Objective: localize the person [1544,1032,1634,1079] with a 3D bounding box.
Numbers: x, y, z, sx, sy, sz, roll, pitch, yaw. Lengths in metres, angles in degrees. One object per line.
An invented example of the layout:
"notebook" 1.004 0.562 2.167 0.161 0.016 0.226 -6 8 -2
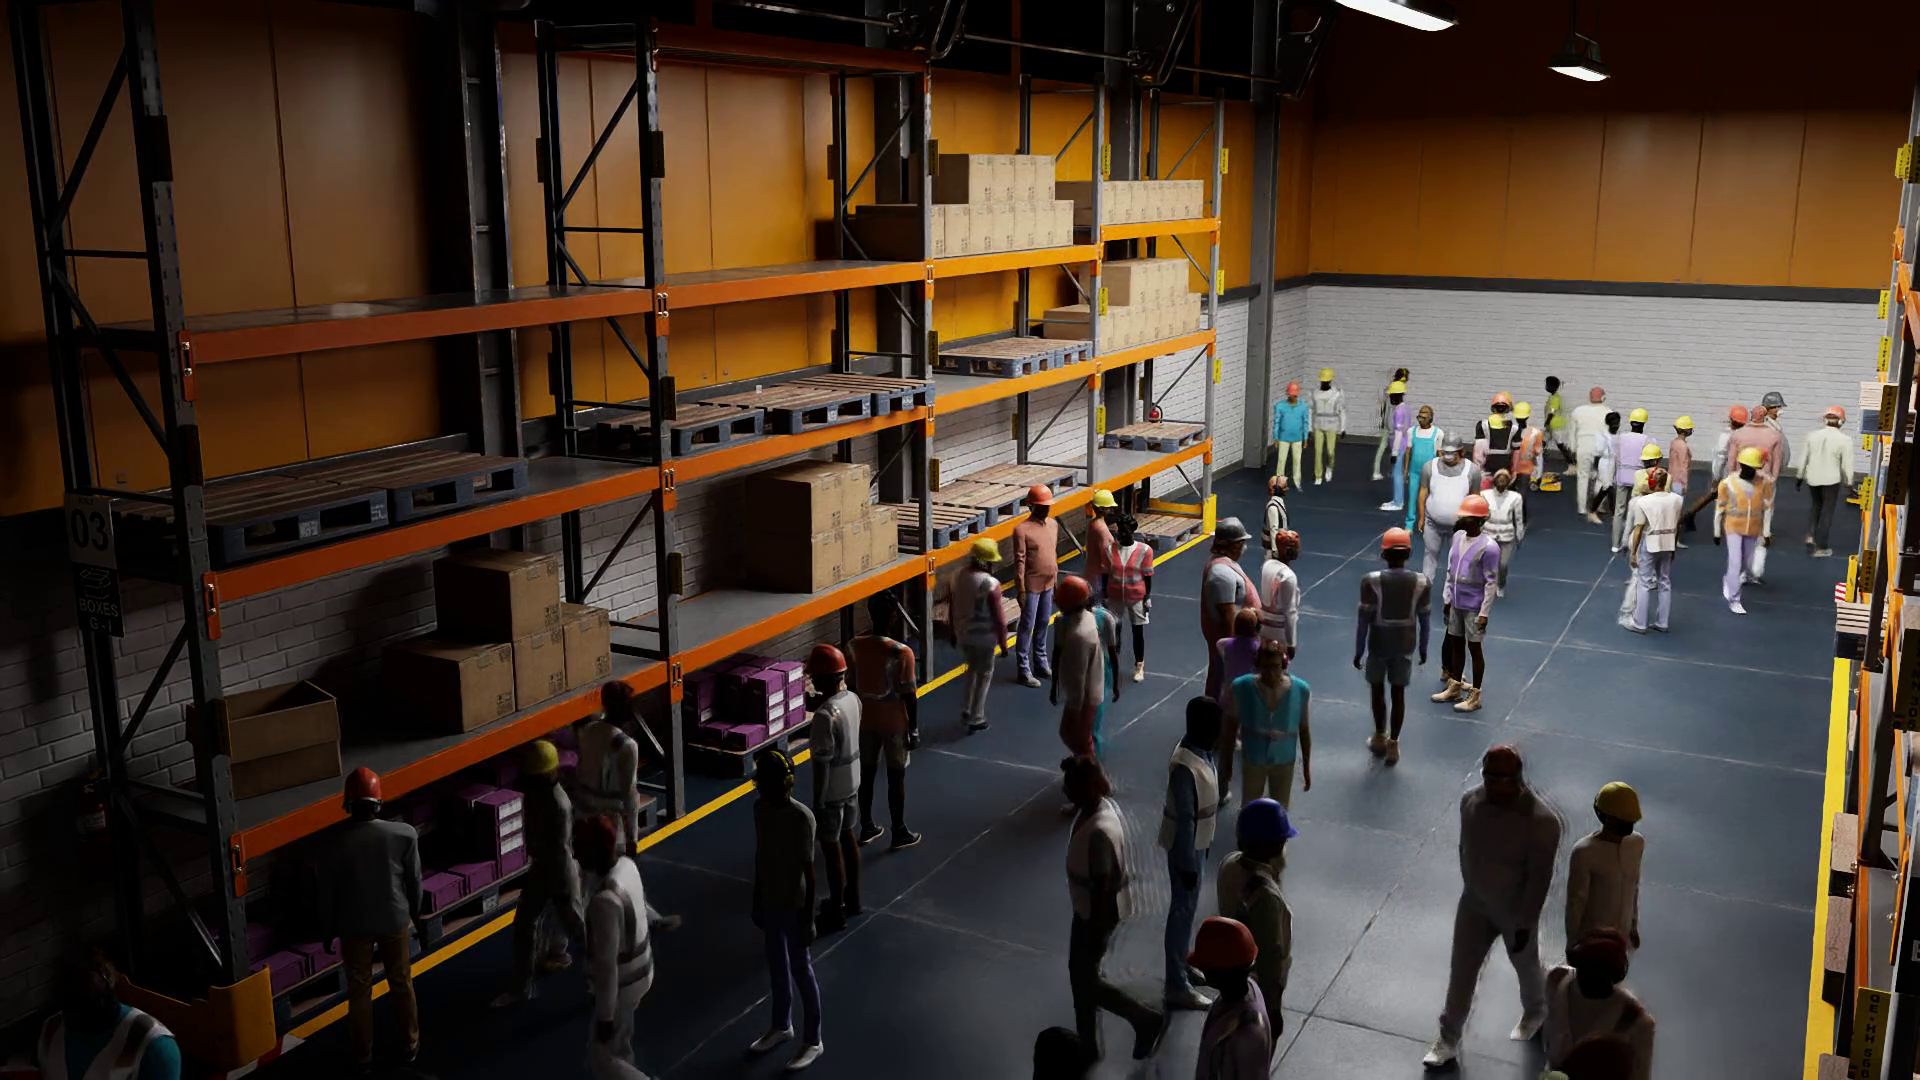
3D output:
"person" 2.517 2.752 6.754 0.353 1.616 0.595 -4 13 -17

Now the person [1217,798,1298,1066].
"person" 1.473 2.224 8.360 0.384 1.949 0.603 -3 13 -12

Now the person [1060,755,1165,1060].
"person" 0.805 2.077 9.301 0.557 1.819 0.590 -1 13 -3

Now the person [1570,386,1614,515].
"person" 9.237 -1.310 24.306 0.677 1.896 0.488 9 15 35

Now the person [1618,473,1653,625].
"person" 7.564 0.083 18.509 0.631 1.705 0.501 -6 14 -26

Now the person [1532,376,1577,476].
"person" 9.799 -1.878 27.389 0.864 1.652 0.534 2 13 8

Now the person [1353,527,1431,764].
"person" 3.676 0.885 14.190 0.654 2.026 0.553 0 13 1

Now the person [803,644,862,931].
"person" -0.856 1.633 11.062 0.382 1.933 0.547 5 13 20

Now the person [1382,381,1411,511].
"person" 6.466 -1.396 24.620 0.392 1.925 0.598 5 13 20

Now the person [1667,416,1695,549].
"person" 9.601 -0.780 22.214 0.304 1.772 0.526 1 13 4

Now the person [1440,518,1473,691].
"person" 4.865 0.605 16.177 0.319 1.697 0.533 1 13 5

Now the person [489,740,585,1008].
"person" -2.421 1.988 10.022 0.828 1.705 0.500 -8 15 -33

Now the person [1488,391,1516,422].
"person" 8.122 -1.399 25.133 0.501 1.701 0.881 -3 13 -13

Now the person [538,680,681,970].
"person" -2.288 1.797 10.578 1.049 1.831 0.584 -10 16 -39

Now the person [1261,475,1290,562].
"person" 3.525 0.085 18.629 0.310 1.642 0.514 3 13 13

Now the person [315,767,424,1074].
"person" -3.286 2.112 9.300 0.573 1.750 0.330 -7 14 -28

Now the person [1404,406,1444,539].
"person" 6.313 -0.921 22.682 0.506 1.842 0.342 7 14 28

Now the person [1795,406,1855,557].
"person" 11.319 -0.773 21.763 0.541 1.951 0.744 -9 15 -34

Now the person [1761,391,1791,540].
"person" 10.994 -1.011 22.634 0.536 2.000 0.676 8 15 32

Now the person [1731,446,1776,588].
"person" 9.552 -0.281 20.085 0.559 1.719 0.482 11 17 42

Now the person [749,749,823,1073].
"person" -0.988 2.055 9.334 0.507 1.861 0.327 12 17 42

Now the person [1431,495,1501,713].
"person" 4.721 0.582 15.487 0.365 2.048 0.605 -5 14 -23

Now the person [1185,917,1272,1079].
"person" 1.133 2.512 7.117 0.374 1.928 0.542 0 13 1

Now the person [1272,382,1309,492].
"person" 5.171 -1.613 26.008 0.574 1.741 0.353 0 13 -2

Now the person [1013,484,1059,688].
"person" 0.761 0.433 16.273 0.381 1.994 0.621 11 17 40

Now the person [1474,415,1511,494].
"person" 7.199 -0.843 22.570 0.540 1.756 0.436 -2 13 -7

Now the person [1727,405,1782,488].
"person" 10.580 -0.848 22.211 0.643 1.908 0.399 6 14 23

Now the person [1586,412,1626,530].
"person" 9.168 -0.982 23.377 0.542 1.644 0.847 -8 15 -32

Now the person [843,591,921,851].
"person" -0.564 1.332 12.313 0.606 1.966 0.367 7 14 28

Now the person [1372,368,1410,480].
"person" 7.080 -1.883 27.028 0.911 1.816 0.685 -6 14 -25

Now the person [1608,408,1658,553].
"person" 8.810 -0.767 21.801 0.593 1.924 0.381 8 15 33

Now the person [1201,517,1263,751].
"person" 2.372 0.800 14.527 0.537 2.000 0.683 0 13 1

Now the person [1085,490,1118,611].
"person" 1.457 0.351 17.158 0.310 1.768 0.533 -2 13 -11

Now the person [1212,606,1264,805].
"person" 2.230 1.328 13.094 0.518 1.630 0.315 7 14 29

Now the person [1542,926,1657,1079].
"person" 2.770 2.510 7.286 0.490 1.850 0.595 -8 15 -33

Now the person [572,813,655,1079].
"person" -1.689 2.252 8.414 0.500 1.868 0.598 0 13 -1

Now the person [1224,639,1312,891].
"person" 2.164 1.539 11.712 0.597 1.822 0.545 1 13 6

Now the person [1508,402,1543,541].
"person" 7.559 -0.930 22.595 0.619 1.900 0.636 8 15 31

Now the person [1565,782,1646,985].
"person" 3.526 2.153 9.090 0.533 1.767 0.326 -6 14 -25

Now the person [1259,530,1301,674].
"person" 2.828 0.831 14.777 0.363 1.876 0.577 -2 13 -11

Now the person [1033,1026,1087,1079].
"person" 0.379 2.719 6.211 0.596 1.918 0.381 -10 16 -37

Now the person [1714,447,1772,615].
"person" 8.964 -0.151 19.123 0.583 1.903 0.845 0 13 2

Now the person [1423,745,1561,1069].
"person" 3.061 2.042 9.397 0.982 1.866 0.645 -11 17 -41

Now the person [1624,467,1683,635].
"person" 7.531 0.125 18.015 0.565 1.836 0.391 -3 13 -13

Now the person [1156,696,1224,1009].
"person" 1.392 1.859 10.075 0.391 1.914 0.587 3 13 14

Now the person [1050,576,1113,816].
"person" 0.925 1.213 12.874 0.508 1.960 0.647 0 13 2

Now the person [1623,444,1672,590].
"person" 8.279 -0.280 20.006 0.334 1.759 0.517 -8 15 -31

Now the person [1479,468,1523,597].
"person" 6.251 -0.043 19.297 0.527 1.622 0.742 4 13 18

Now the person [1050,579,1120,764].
"person" 0.995 1.174 13.398 0.520 1.798 0.723 5 14 23

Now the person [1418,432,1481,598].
"person" 5.642 -0.254 19.245 0.688 2.000 0.536 4 13 18

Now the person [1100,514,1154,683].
"person" 1.635 0.564 16.379 0.536 1.693 0.319 4 13 18

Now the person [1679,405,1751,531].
"person" 10.374 -0.945 22.738 0.959 1.879 0.617 8 15 31

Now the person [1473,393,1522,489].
"person" 7.257 -0.982 22.550 0.612 2.028 0.408 2 13 8

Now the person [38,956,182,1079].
"person" -3.539 2.598 6.928 0.623 1.844 0.429 3 13 12

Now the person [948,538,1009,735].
"person" 0.206 0.846 14.881 0.614 1.799 0.549 11 17 41

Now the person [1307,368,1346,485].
"person" 5.821 -1.804 26.500 0.656 1.900 0.471 4 13 17
